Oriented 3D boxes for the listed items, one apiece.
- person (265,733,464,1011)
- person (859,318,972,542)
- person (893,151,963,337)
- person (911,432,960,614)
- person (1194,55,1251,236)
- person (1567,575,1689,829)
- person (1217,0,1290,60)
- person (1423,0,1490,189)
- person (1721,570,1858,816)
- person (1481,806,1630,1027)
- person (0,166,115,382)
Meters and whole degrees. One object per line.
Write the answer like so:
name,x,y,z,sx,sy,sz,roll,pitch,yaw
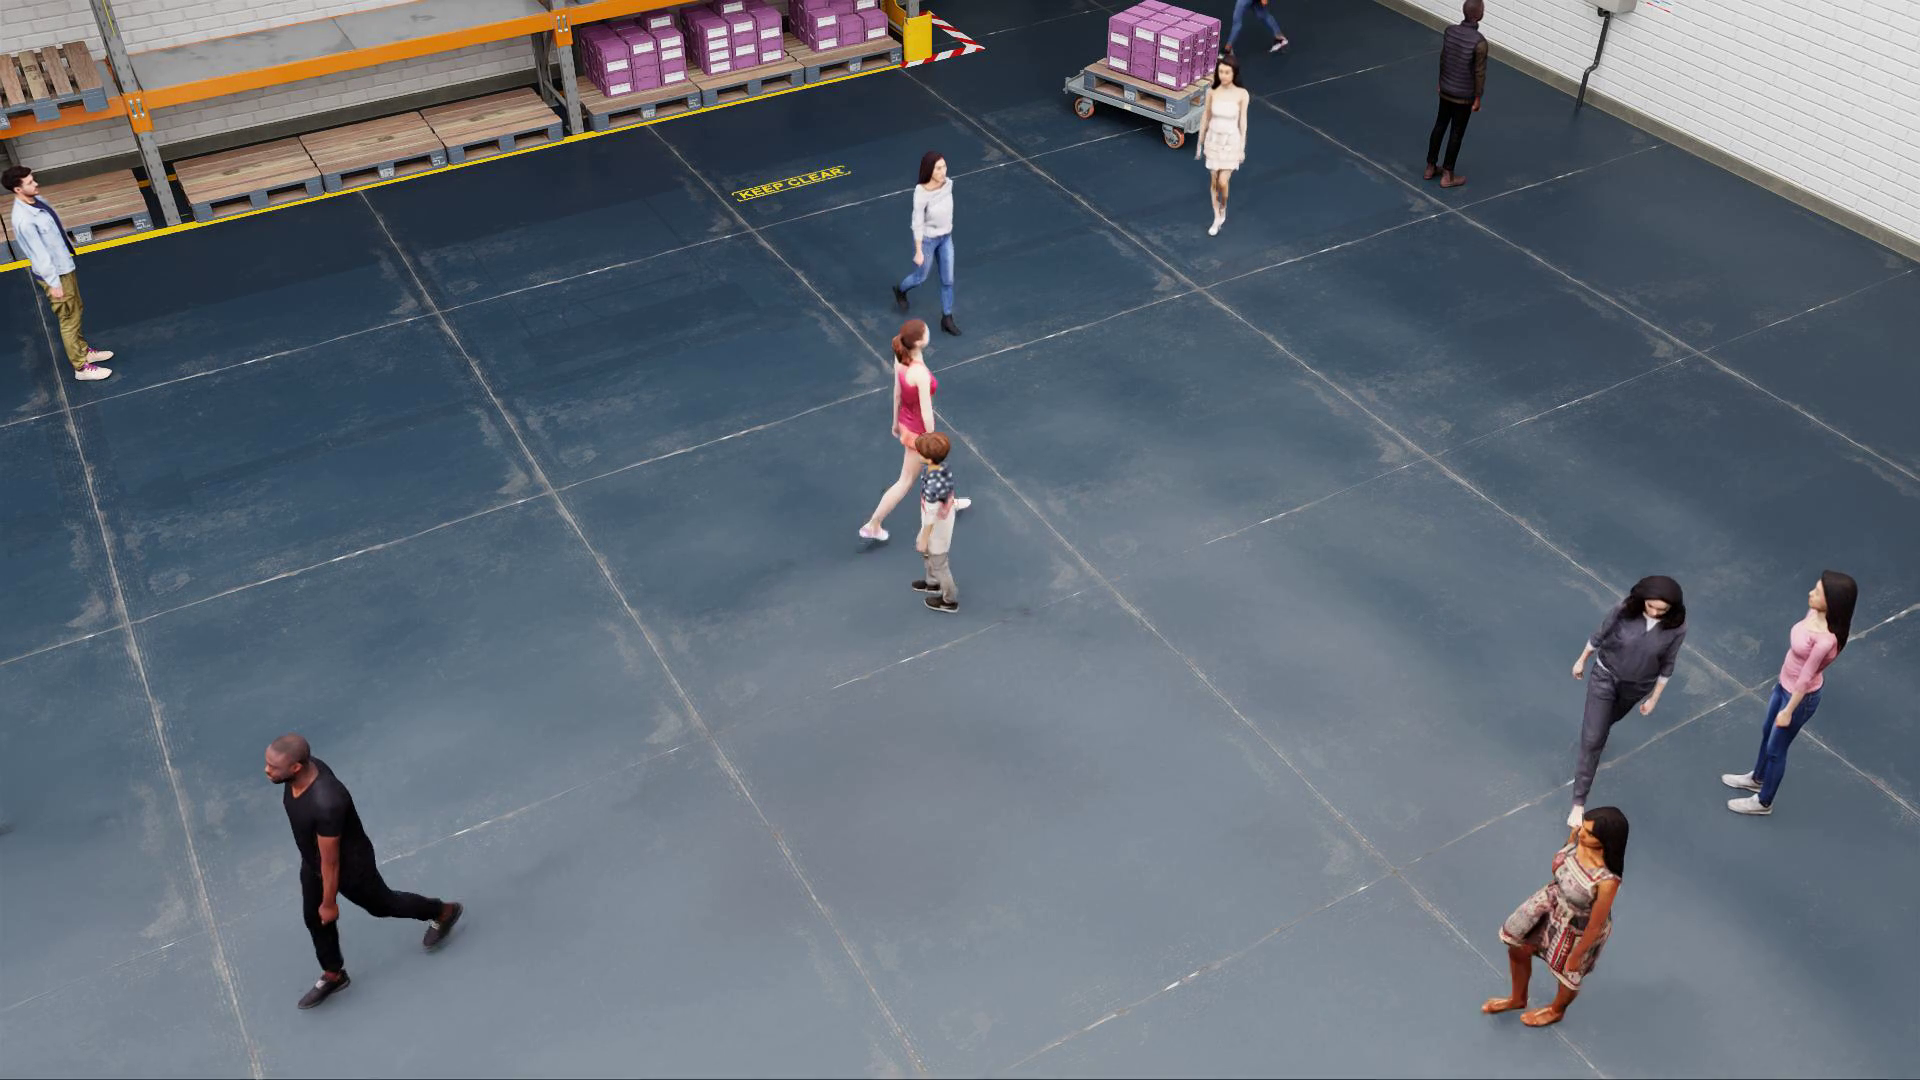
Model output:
person,-3.082,1.628,8.542,0.874,1.782,1.254,31,48,33
person,-0.375,-0.725,11.542,1.151,1.715,0.568,-19,42,-22
person,-0.288,-2.490,13.841,1.012,1.605,0.835,-31,48,-33
person,-0.087,-0.108,10.999,0.741,1.428,0.682,8,39,10
person,2.421,-3.592,15.125,0.715,1.723,0.760,18,42,21
person,3.868,0.772,9.687,1.157,1.690,1.256,14,41,16
person,3.336,-6.097,18.378,1.186,1.579,0.884,-5,39,-6
person,4.755,-4.285,15.902,0.567,1.836,0.694,-22,44,-25
person,4.776,0.877,9.514,0.688,1.743,0.623,11,40,13
person,3.136,1.896,8.323,0.787,1.636,0.742,-8,39,-9
person,-7.201,-2.129,13.222,0.636,1.812,0.721,-12,40,-14
